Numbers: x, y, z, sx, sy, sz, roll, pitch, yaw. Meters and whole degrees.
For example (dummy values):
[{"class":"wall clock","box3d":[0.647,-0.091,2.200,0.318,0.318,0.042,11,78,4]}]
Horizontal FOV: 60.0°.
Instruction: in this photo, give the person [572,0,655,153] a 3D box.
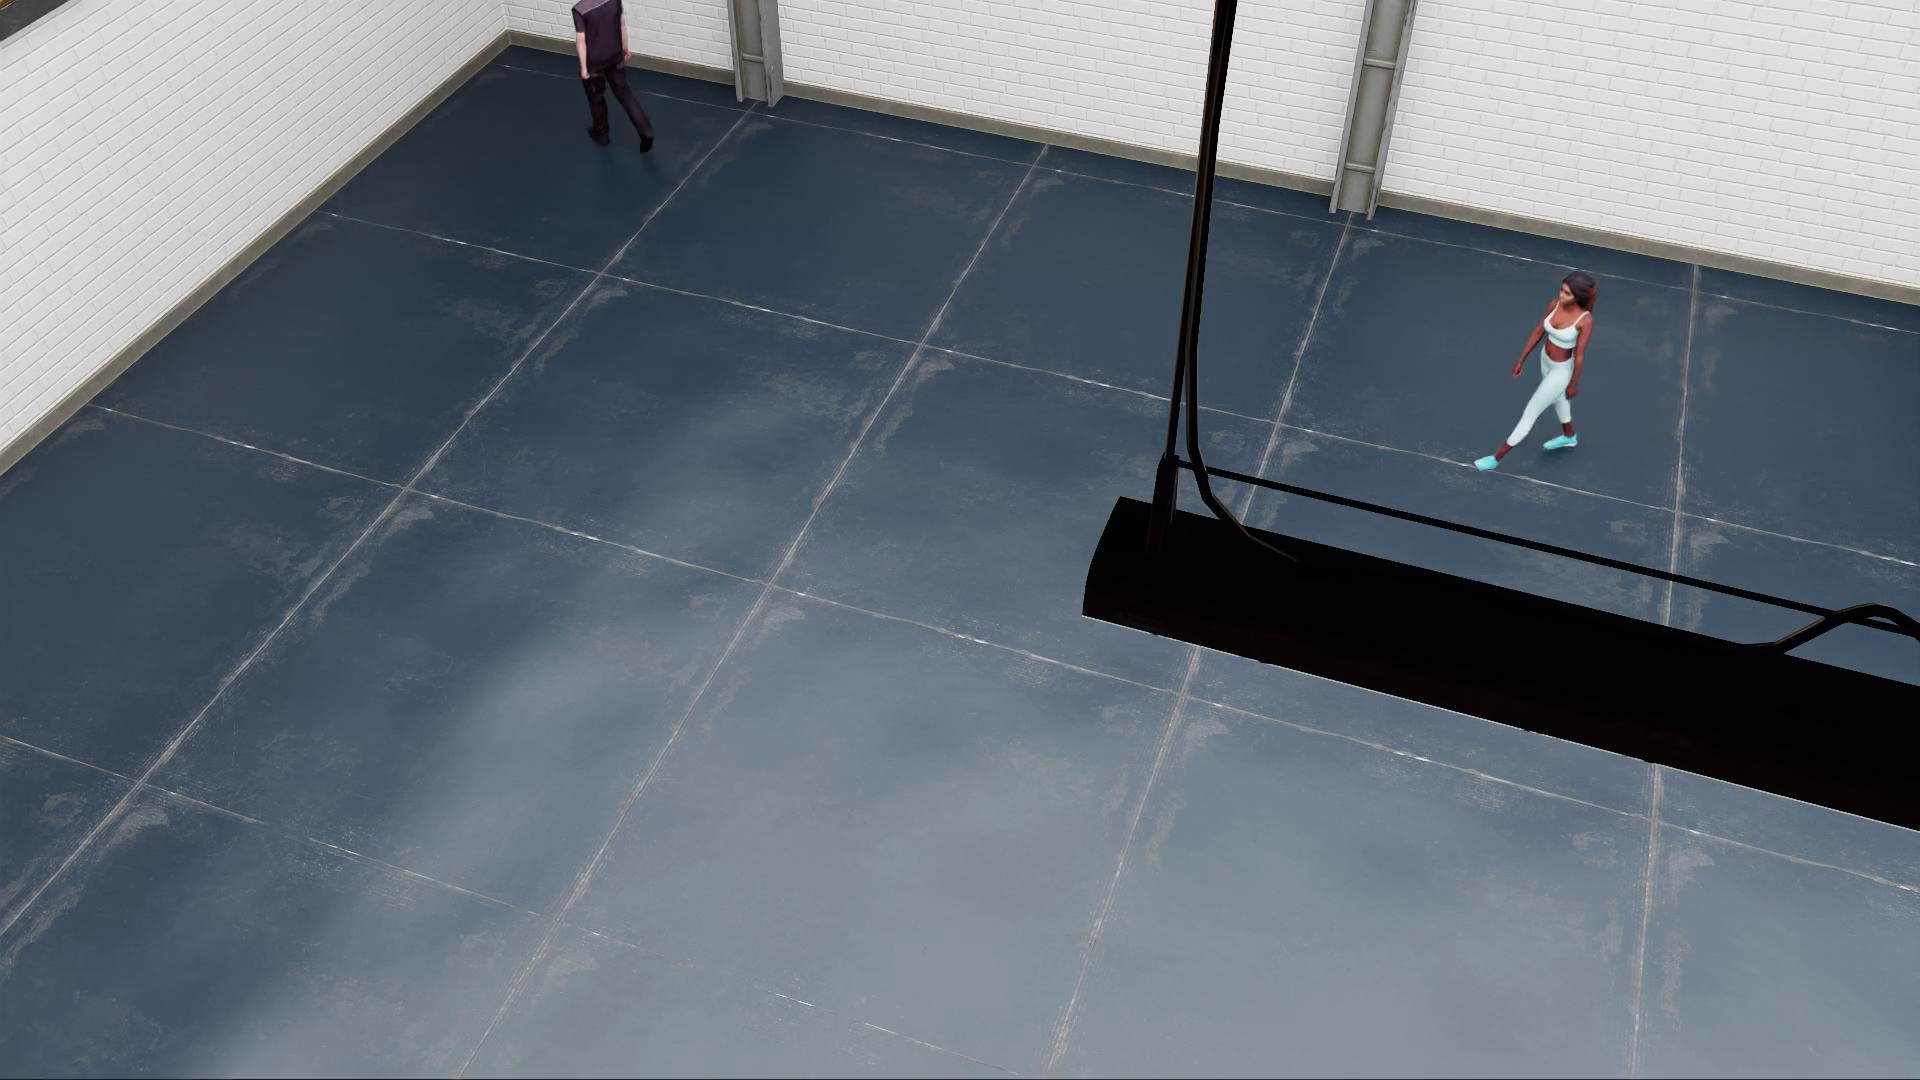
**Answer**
[{"class":"person","box3d":[-3.251,-4.429,15.430,1.022,1.823,1.235,-34,53,-31]}]

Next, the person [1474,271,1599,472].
[{"class":"person","box3d":[4.425,-1.239,12.191,1.204,1.672,1.096,-15,46,-15]}]
